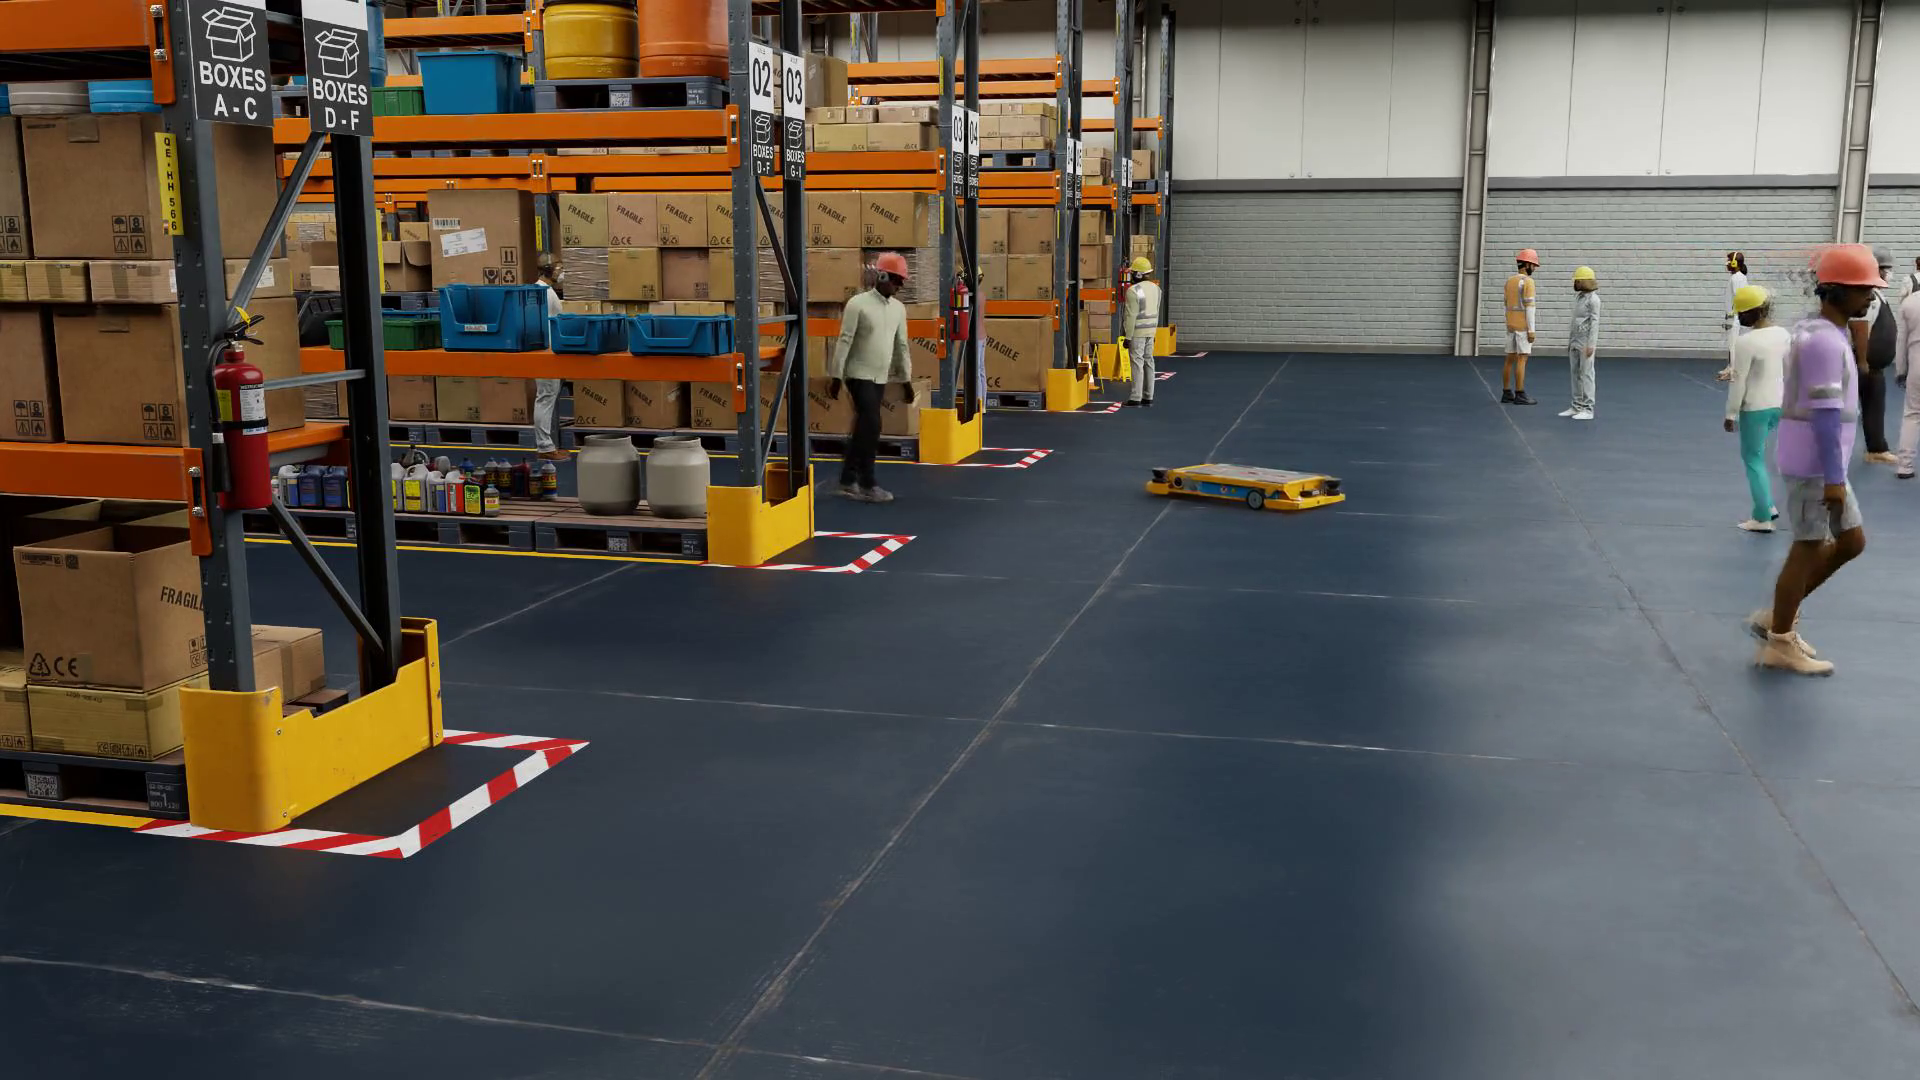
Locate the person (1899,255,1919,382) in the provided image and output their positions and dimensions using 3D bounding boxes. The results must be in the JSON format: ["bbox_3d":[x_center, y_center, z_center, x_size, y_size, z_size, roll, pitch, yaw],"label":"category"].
[{"bbox_3d":[13.805,-3.190,23.961,0.506,1.842,0.348,10,14,43],"label":"person"}]

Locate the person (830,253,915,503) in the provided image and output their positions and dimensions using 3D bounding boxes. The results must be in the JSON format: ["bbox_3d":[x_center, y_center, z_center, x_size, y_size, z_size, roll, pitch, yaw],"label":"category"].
[{"bbox_3d":[-0.683,-1.267,13.046,0.728,1.933,0.643,8,13,37],"label":"person"}]

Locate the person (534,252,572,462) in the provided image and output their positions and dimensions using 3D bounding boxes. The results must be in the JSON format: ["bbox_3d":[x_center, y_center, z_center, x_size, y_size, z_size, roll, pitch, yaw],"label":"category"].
[{"bbox_3d":[-3.810,-1.685,15.382,0.365,1.932,0.628,-2,10,-13],"label":"person"}]

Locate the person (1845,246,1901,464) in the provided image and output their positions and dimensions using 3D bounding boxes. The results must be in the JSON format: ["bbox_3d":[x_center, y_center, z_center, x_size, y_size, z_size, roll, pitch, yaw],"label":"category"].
[{"bbox_3d":[8.177,-1.725,15.294,0.964,2.000,0.676,8,13,39],"label":"person"}]

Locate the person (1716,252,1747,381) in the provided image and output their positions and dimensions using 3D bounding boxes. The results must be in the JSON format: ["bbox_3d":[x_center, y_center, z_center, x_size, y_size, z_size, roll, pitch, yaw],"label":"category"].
[{"bbox_3d":[11.241,-3.245,24.194,0.323,1.870,0.518,7,12,34],"label":"person"}]

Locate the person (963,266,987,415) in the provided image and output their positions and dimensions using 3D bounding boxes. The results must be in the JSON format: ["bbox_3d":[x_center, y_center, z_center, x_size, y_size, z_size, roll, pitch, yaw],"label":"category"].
[{"bbox_3d":[0.148,-2.306,19.277,0.313,1.769,0.525,3,11,15],"label":"person"}]

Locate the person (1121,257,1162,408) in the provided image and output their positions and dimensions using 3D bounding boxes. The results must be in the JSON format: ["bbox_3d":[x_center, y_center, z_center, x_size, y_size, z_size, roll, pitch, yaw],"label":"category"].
[{"bbox_3d":[2.194,-2.526,20.301,0.404,1.837,0.590,9,14,41],"label":"person"}]

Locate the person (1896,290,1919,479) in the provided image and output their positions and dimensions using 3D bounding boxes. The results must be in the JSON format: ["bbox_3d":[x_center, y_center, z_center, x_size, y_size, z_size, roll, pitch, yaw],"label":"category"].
[{"bbox_3d":[8.285,-1.439,14.087,0.403,1.904,0.651,-8,13,-36],"label":"person"}]

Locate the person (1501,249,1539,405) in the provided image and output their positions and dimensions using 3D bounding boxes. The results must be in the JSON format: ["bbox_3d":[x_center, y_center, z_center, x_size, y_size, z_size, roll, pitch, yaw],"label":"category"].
[{"bbox_3d":[7.004,-2.651,20.742,0.372,1.928,0.543,-3,11,-16],"label":"person"}]

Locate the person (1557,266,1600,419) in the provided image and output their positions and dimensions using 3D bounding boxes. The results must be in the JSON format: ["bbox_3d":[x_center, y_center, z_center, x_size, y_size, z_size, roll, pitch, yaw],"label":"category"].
[{"bbox_3d":[7.125,-2.261,19.089,0.310,1.742,0.492,-2,10,-9],"label":"person"}]

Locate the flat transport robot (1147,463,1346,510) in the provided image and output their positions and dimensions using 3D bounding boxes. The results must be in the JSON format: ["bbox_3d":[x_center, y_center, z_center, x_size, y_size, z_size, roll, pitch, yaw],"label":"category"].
[{"bbox_3d":[2.231,-0.434,13.047,1.431,0.197,0.652,10,14,43],"label":"flat transport robot"}]

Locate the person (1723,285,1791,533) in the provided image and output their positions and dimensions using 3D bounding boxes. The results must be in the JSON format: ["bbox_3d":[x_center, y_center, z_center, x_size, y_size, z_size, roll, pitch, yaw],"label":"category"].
[{"bbox_3d":[5.566,-0.909,11.632,0.583,1.725,0.431,-5,12,-27],"label":"person"}]

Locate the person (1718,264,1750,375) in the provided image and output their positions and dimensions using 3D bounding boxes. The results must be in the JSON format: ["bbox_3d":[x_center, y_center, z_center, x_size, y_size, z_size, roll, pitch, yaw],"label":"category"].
[{"bbox_3d":[11.753,-3.340,25.196,0.531,1.698,0.320,-7,12,-34],"label":"person"}]

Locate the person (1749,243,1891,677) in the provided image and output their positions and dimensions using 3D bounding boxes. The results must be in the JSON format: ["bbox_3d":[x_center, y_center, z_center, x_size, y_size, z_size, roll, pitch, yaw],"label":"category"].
[{"bbox_3d":[4.025,-0.354,7.759,0.443,2.027,0.622,6,12,32],"label":"person"}]
